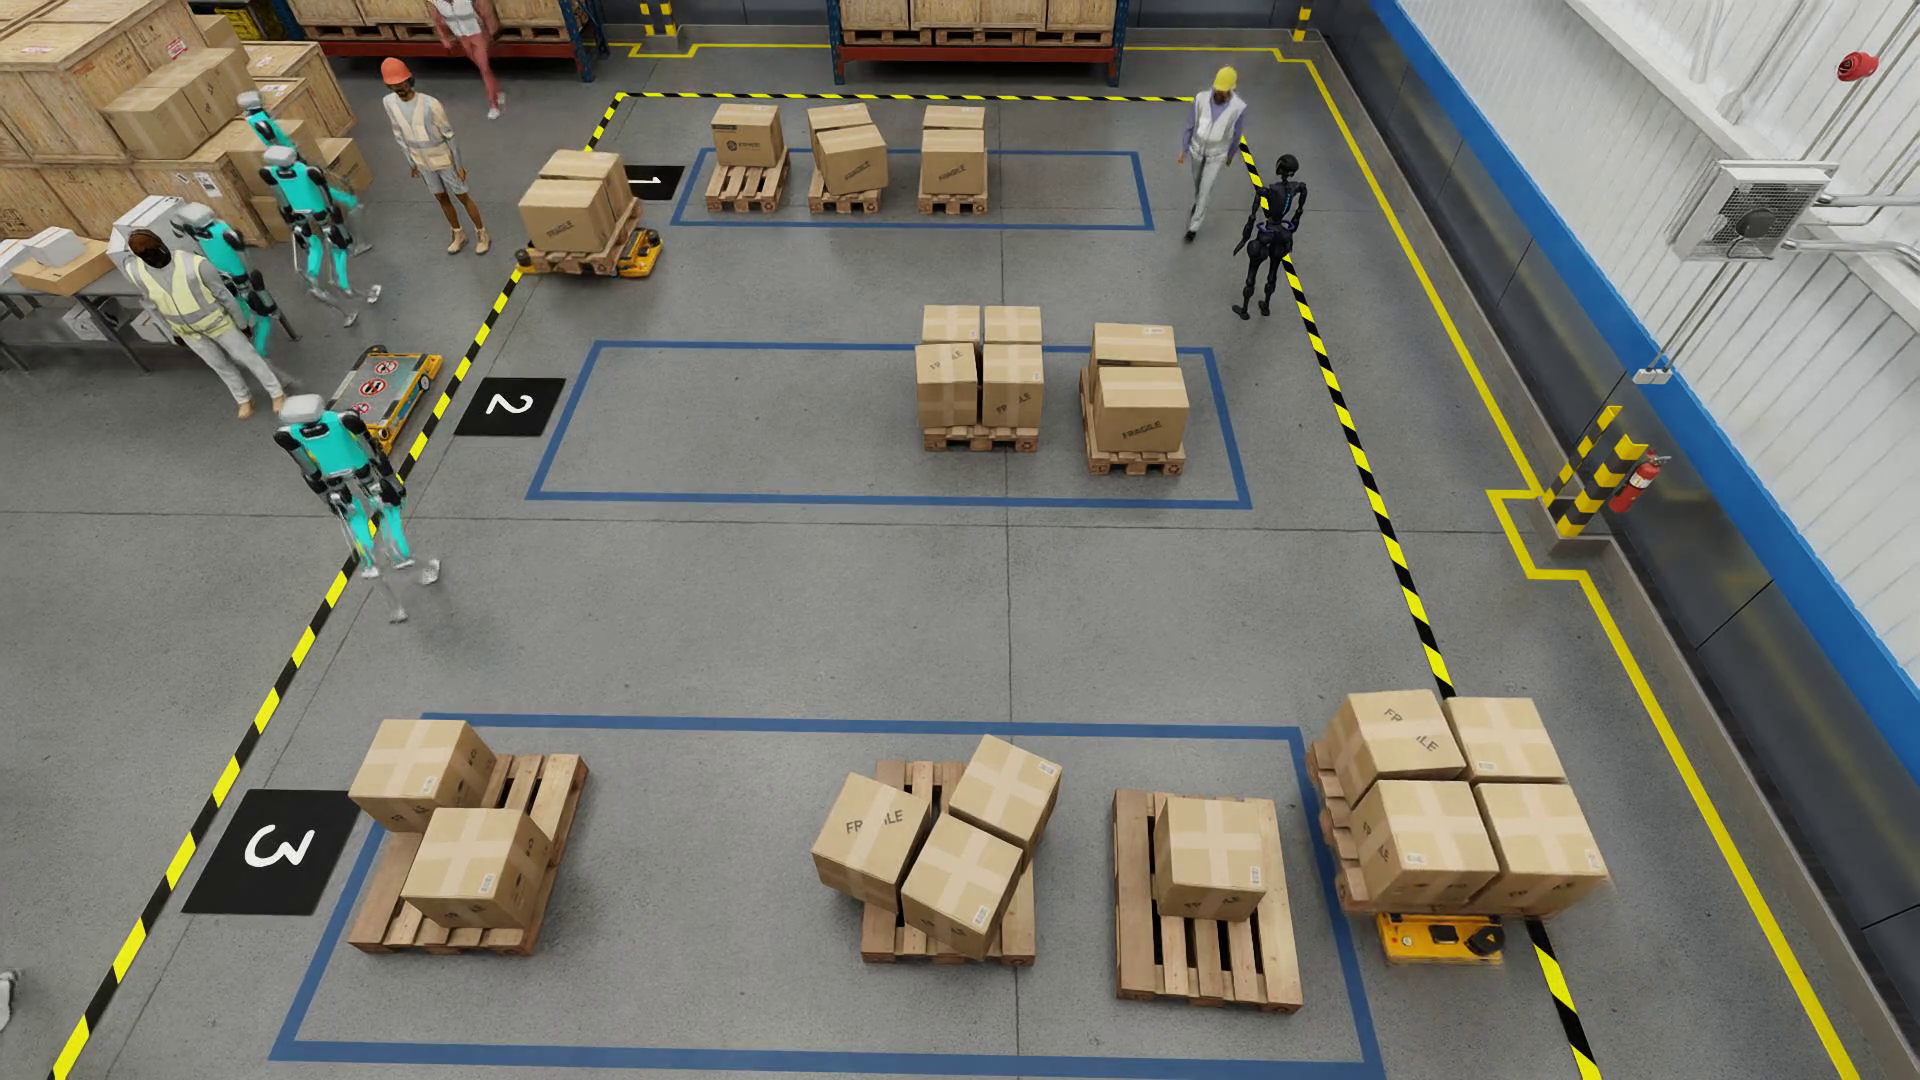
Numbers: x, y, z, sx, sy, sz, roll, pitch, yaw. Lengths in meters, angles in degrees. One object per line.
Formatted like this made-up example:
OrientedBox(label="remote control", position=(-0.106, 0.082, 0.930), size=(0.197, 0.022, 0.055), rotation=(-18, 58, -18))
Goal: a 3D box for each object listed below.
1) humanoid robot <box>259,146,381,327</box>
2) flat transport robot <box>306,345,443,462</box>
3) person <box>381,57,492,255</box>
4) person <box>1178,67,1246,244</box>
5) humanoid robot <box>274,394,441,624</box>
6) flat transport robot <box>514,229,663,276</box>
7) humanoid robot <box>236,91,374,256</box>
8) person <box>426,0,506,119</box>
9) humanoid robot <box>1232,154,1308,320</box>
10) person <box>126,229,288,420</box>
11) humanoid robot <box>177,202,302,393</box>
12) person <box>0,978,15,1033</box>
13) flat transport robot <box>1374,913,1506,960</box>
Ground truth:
OrientedBox(label="humanoid robot", position=(-6.150, -2.818, 8.788), size=(0.554, 1.758, 0.920), rotation=(-3, 50, -3))
OrientedBox(label="flat transport robot", position=(-5.383, -1.269, 8.441), size=(0.659, 0.231, 1.431), rotation=(1, 50, 1))
OrientedBox(label="person", position=(-5.472, -3.942, 9.539), size=(0.606, 2.048, 0.366), rotation=(3, 50, 2))
OrientedBox(label="person", position=(2.704, -4.240, 9.964), size=(0.584, 1.787, 0.944), rotation=(22, 53, 17))
OrientedBox(label="humanoid robot", position=(-4.225, -0.119, 6.540), size=(0.537, 1.823, 0.852), rotation=(-17, 52, -14))
OrientedBox(label="flat transport robot", position=(-4.055, -3.171, 10.032), size=(1.431, 0.197, 0.652), rotation=(2, 50, 2))
OrientedBox(label="humanoid robot", position=(-6.755, -3.851, 9.677), size=(0.726, 1.801, 0.543), rotation=(-29, 56, -23))
OrientedBox(label="person", position=(-6.346, -6.462, 11.797), size=(0.602, 1.847, 0.928), rotation=(-4, 50, -3))
OrientedBox(label="humanoid robot", position=(3.000, -2.926, 8.909), size=(0.599, 1.659, 0.315), rotation=(-8, 50, -7))
OrientedBox(label="person", position=(-6.485, -1.843, 7.906), size=(0.632, 1.834, 0.429), rotation=(-10, 51, -9))
OrientedBox(label="humanoid robot", position=(-6.409, -2.031, 8.111), size=(0.548, 1.773, 0.694), rotation=(14, 51, 12))
OrientedBox(label="person", position=(-5.361, 2.363, 4.358), size=(0.589, 1.809, 0.941), rotation=(-1, 50, 0))
OrientedBox(label="flat transport robot", position=(2.845, 1.861, 5.774), size=(0.652, 0.197, 1.431), rotation=(1, 50, 1))
